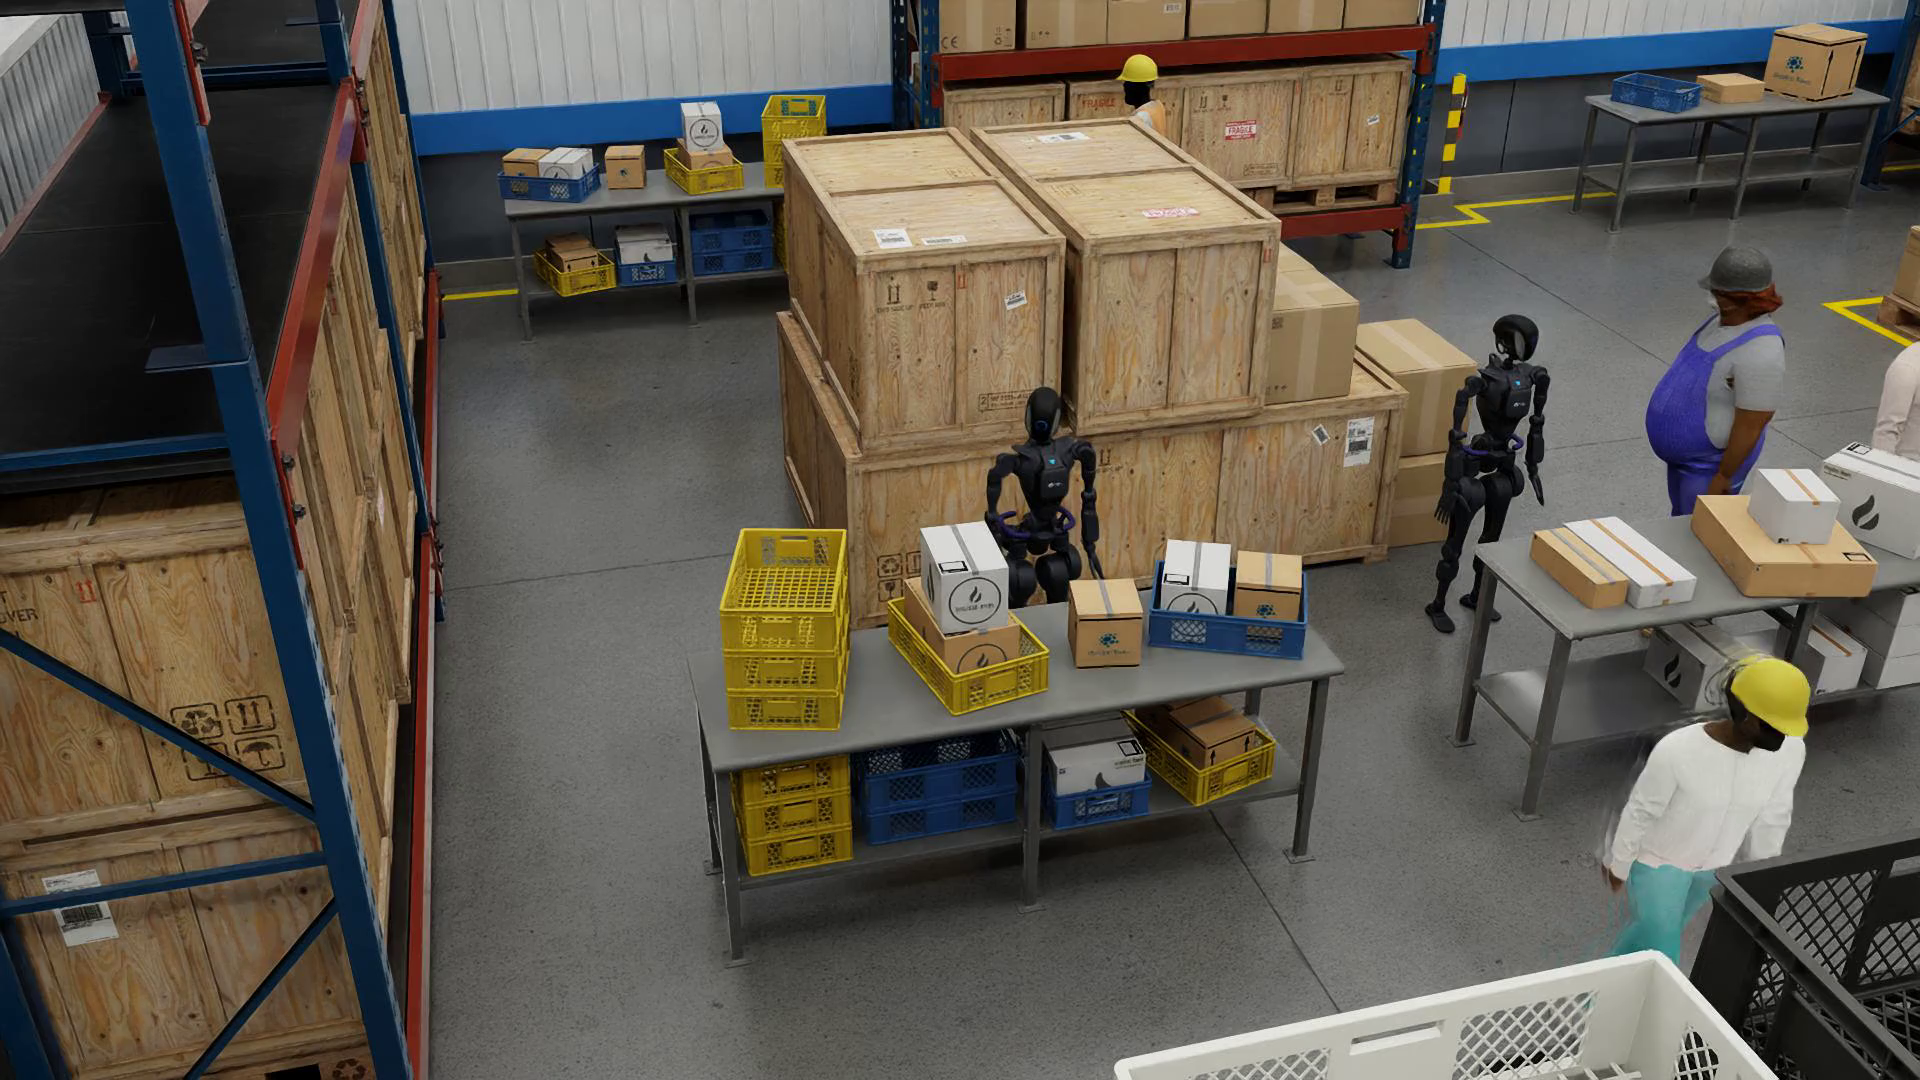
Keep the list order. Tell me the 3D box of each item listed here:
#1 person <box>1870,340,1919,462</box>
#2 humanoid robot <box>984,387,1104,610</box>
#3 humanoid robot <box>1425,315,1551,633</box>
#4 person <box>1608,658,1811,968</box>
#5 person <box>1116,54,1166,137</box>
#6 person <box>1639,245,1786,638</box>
[{"bbox_3d":[4.565,-0.338,7.959,0.616,1.990,0.394,-14,32,-23],"label":"person"},{"bbox_3d":[0.364,0.074,7.511,0.598,1.655,0.324,-12,31,-20],"label":"humanoid robot"},{"bbox_3d":[2.624,-0.323,8.227,0.590,1.659,0.327,-11,31,-19],"label":"humanoid robot"},{"bbox_3d":[2.467,1.093,5.609,0.535,1.733,0.663,-6,29,-11],"label":"person"},{"bbox_3d":[1.260,-2.503,11.940,0.368,1.925,0.594,10,30,18],"label":"person"},{"bbox_3d":[3.622,-0.473,8.141,0.537,2.000,0.673,4,29,7],"label":"person"}]
